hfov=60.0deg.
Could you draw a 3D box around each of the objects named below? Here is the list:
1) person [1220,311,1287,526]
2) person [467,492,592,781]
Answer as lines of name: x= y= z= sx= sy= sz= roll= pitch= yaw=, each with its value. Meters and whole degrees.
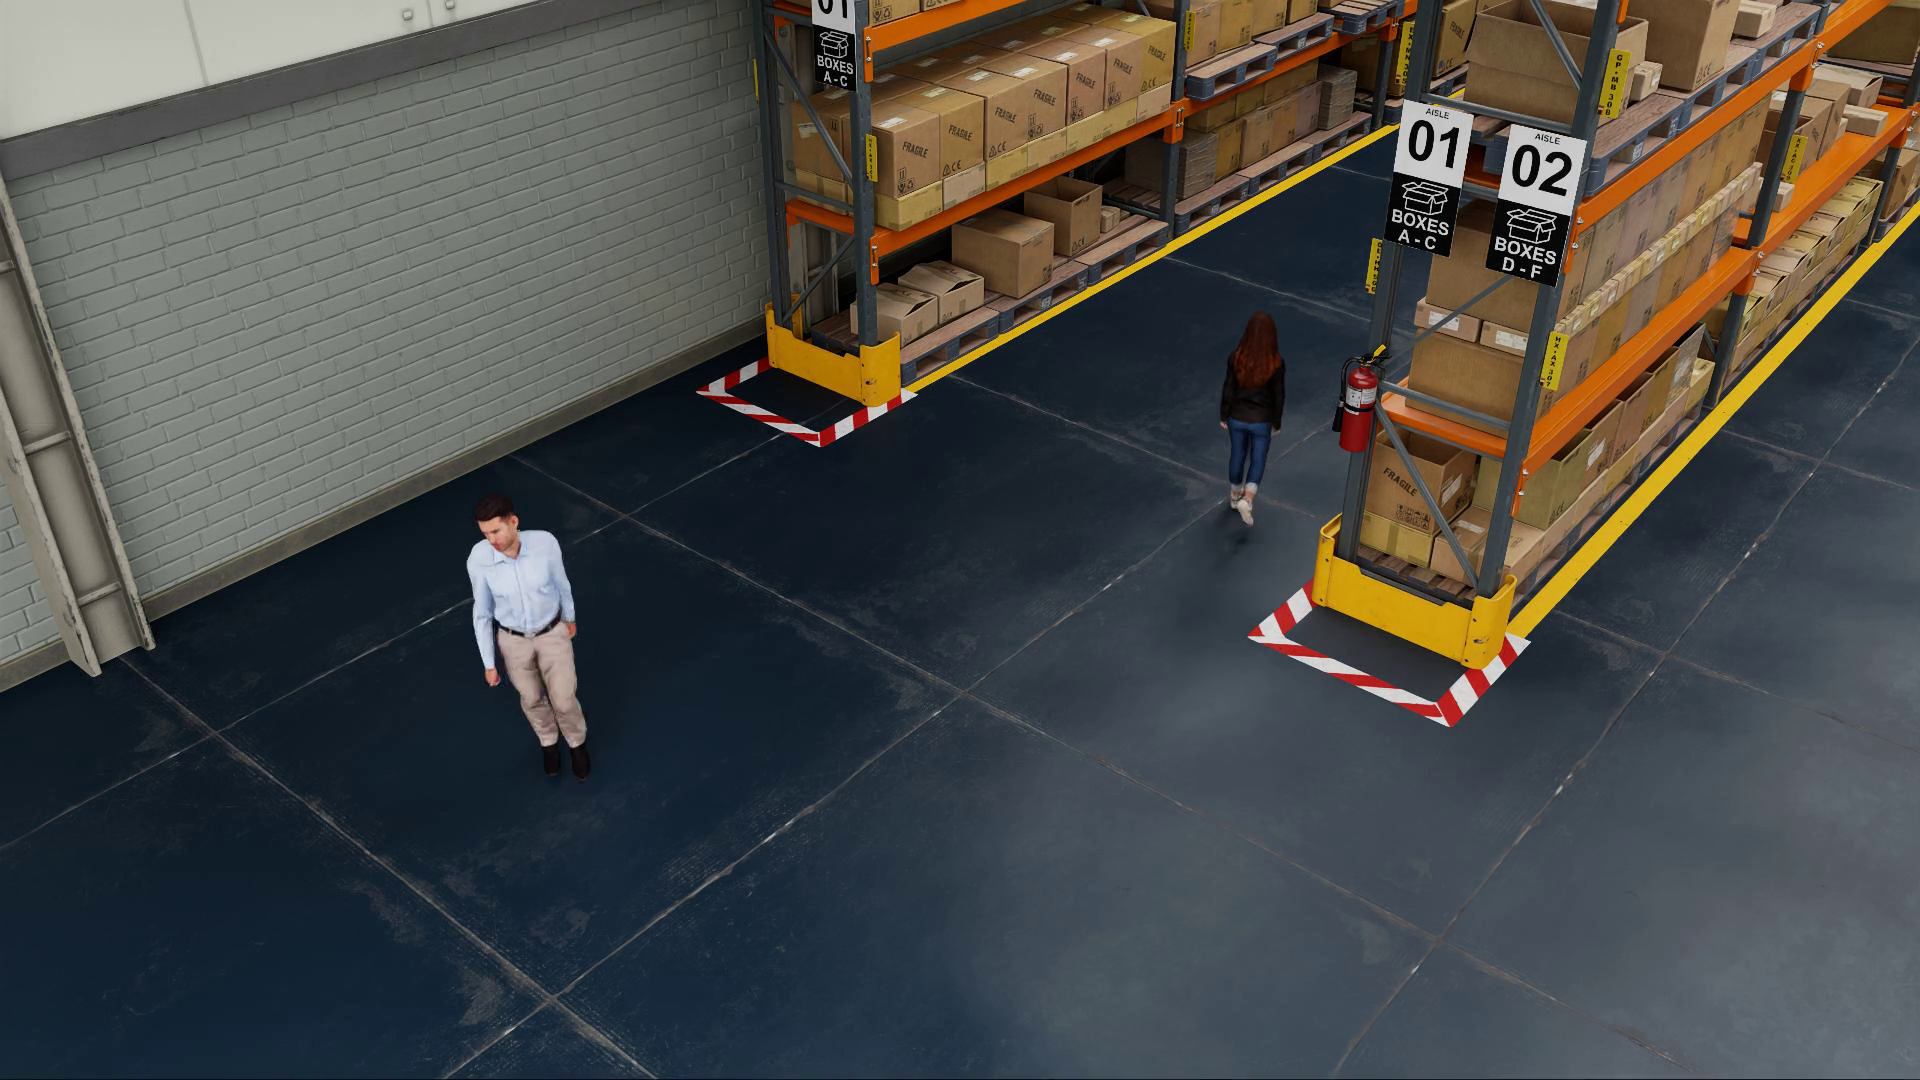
person: x=1.897 y=-0.778 z=10.893 sx=0.741 sy=1.469 sz=0.895 roll=9 pitch=34 yaw=14
person: x=-2.212 y=0.471 z=8.662 sx=0.792 sy=1.808 sz=0.866 roll=-15 pitch=36 yaw=-22
